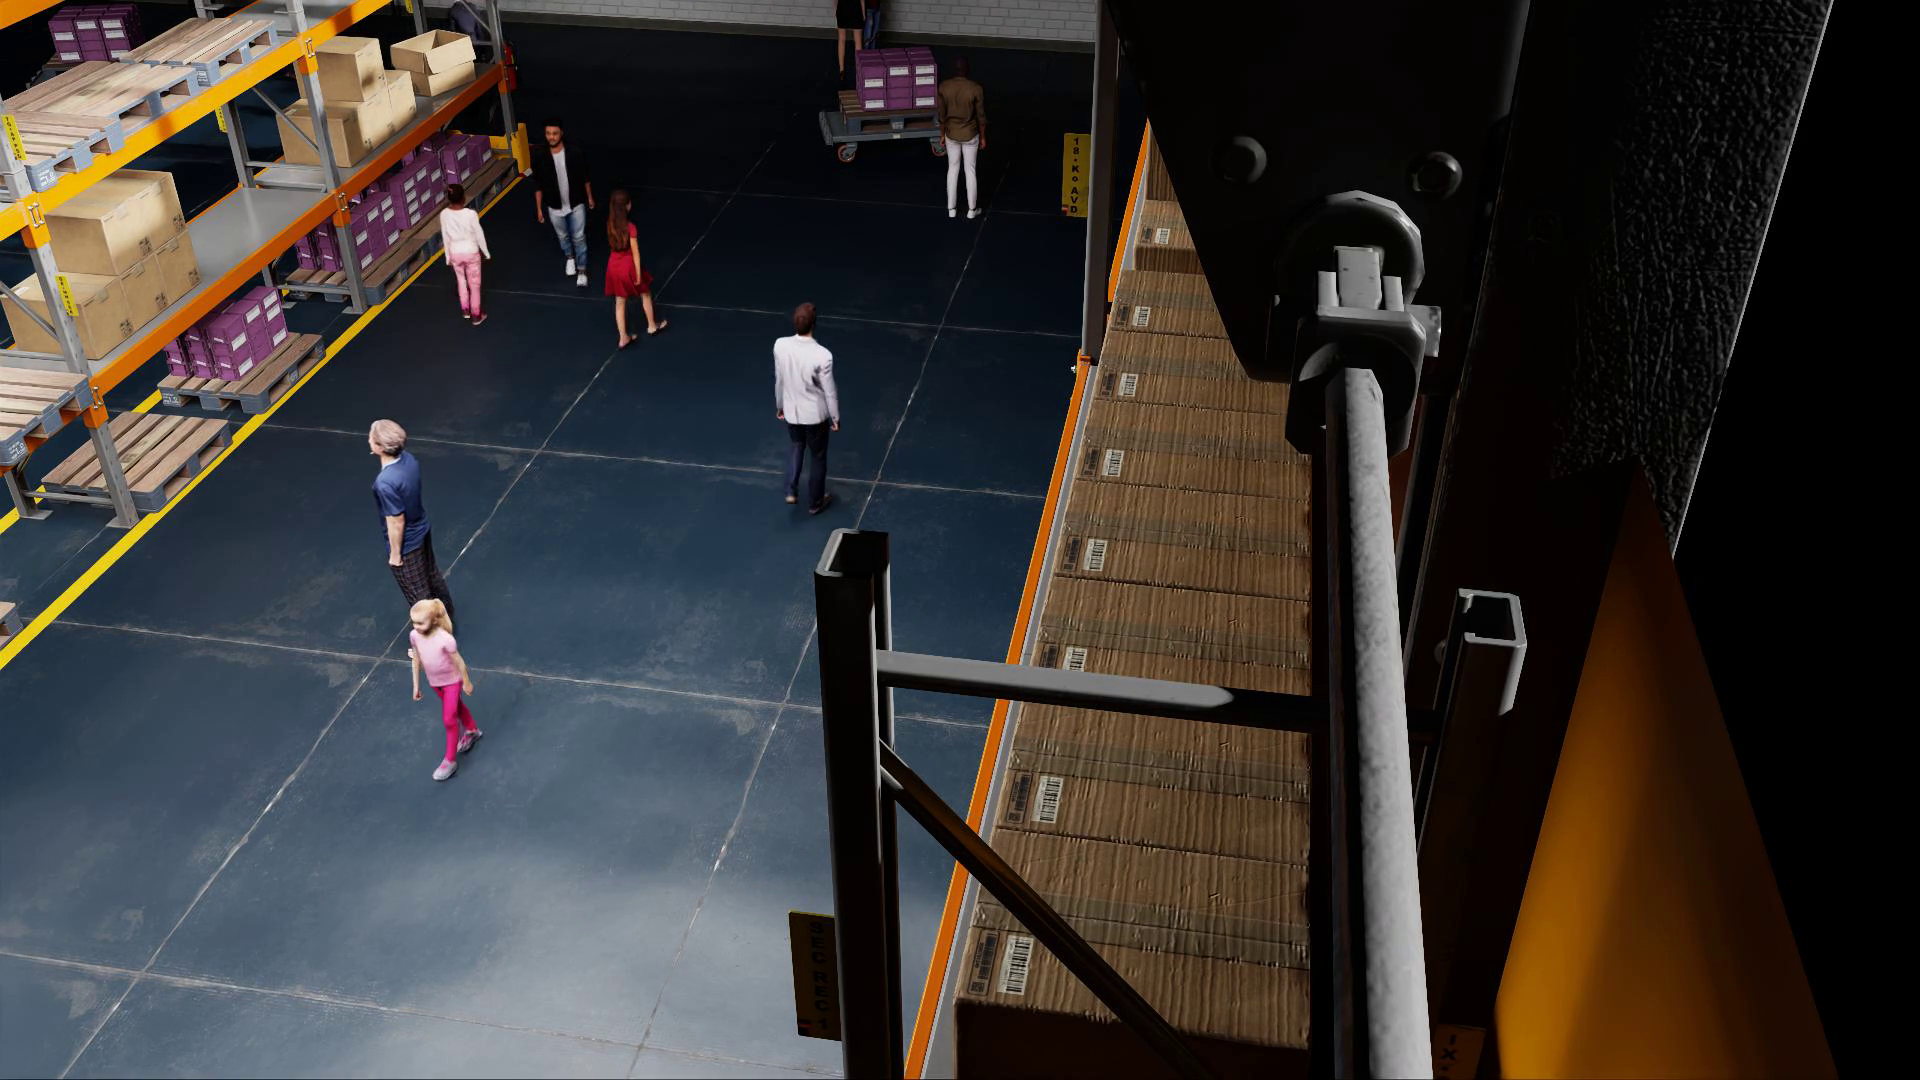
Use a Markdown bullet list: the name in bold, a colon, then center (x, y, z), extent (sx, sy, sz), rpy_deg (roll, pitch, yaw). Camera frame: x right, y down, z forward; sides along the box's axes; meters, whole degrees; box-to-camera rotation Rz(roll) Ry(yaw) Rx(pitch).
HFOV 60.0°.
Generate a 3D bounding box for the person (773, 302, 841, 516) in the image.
- **person**: center (-1.257, -0.978, 13.119), extent (0.778, 1.836, 0.801), rpy_deg (14, 36, 20)

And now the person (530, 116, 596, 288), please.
- **person**: center (-4.023, -3.509, 16.986), extent (0.931, 1.772, 1.176), rpy_deg (-4, 34, -6)

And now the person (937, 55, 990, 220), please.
- **person**: center (0.026, -4.448, 18.350), extent (0.724, 1.825, 0.579), rpy_deg (7, 34, 11)

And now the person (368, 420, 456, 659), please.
- **person**: center (-3.856, -0.013, 11.637), extent (0.728, 1.871, 0.491), rpy_deg (3, 34, 4)

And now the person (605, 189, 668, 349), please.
- **person**: center (-3.212, -2.540, 15.743), extent (0.649, 1.533, 0.872), rpy_deg (13, 36, 19)

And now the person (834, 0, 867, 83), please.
- **person**: center (-1.482, -7.043, 22.272), extent (0.600, 1.806, 0.503), rpy_deg (8, 35, 12)

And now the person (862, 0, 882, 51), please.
- **person**: center (-1.228, -7.229, 22.706), extent (0.718, 1.634, 0.554), rpy_deg (15, 36, 21)

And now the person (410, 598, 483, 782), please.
- **person**: center (-3.328, 0.870, 10.866), extent (0.606, 1.254, 0.841), rpy_deg (12, 36, 18)

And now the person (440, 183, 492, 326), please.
- **person**: center (-4.838, -2.774, 16.176), extent (0.566, 1.445, 0.584), rpy_deg (3, 34, 4)

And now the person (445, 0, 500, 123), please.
- **person**: center (-6.153, -6.101, 20.859), extent (0.911, 1.801, 1.000), rpy_deg (16, 37, 23)

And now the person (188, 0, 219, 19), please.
- **person**: center (-11.236, -8.384, 24.263), extent (0.802, 1.834, 0.613), rpy_deg (15, 36, 21)
